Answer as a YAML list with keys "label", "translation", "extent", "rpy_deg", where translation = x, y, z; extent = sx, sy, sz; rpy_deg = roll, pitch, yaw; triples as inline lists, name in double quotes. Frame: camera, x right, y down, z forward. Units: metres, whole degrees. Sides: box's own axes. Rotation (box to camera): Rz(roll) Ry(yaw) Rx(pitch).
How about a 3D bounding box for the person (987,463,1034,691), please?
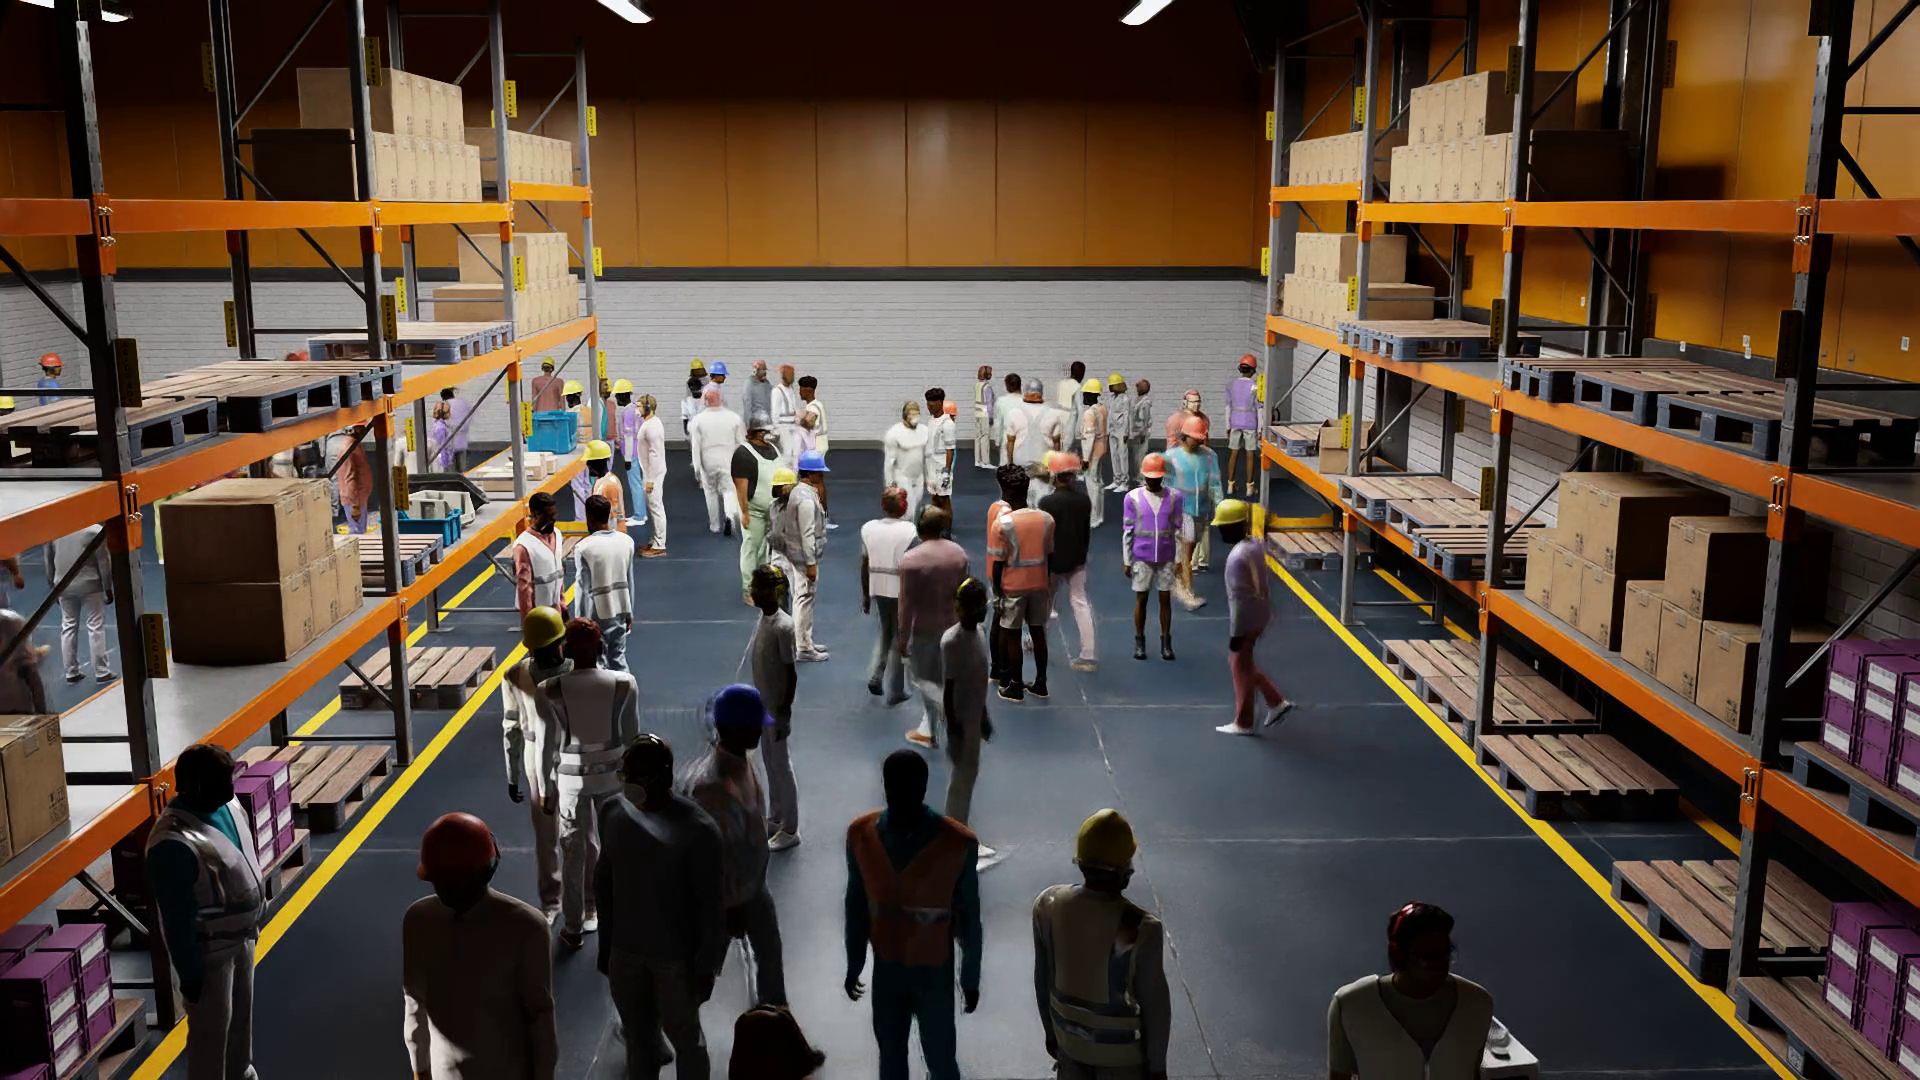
- label: "person"
  translation: [0.416, 0.310, 14.267]
  extent: [0.368, 1.966, 0.603]
  rpy_deg: [-3, 12, -15]

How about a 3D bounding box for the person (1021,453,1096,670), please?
- label: "person"
  translation: [0.922, 0.177, 15.007]
  extent: [0.649, 1.936, 1.047]
  rpy_deg: [-7, 13, -32]

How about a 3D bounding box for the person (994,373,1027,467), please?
- label: "person"
  translation: [0.786, -1.342, 22.775]
  extent: [0.624, 1.887, 0.655]
  rpy_deg: [-3, 12, -14]

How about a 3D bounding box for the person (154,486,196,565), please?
- label: "person"
  translation: [-9.172, -0.663, 19.266]
  extent: [0.589, 1.919, 0.395]
  rpy_deg: [-3, 12, -16]

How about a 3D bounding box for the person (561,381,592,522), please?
- label: "person"
  translation: [-4.936, -1.099, 21.478]
  extent: [0.397, 1.912, 0.592]
  rpy_deg: [2, 11, 10]

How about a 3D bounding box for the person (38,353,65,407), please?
- label: "person"
  translation: [-13.059, -1.680, 24.049]
  extent: [0.604, 2.044, 0.375]
  rpy_deg: [10, 15, 42]

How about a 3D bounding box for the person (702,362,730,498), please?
- label: "person"
  translation: [-3.478, -1.575, 23.769]
  extent: [0.402, 1.943, 0.609]
  rpy_deg: [-5, 12, -24]

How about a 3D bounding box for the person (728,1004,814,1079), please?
- label: "person"
  translation: [-0.595, 2.257, 5.337]
  extent: [0.279, 1.634, 0.499]
  rpy_deg: [2, 11, 7]

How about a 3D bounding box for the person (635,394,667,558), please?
- label: "person"
  translation: [-3.663, -0.763, 19.718]
  extent: [0.373, 1.940, 0.628]
  rpy_deg: [-3, 12, -12]

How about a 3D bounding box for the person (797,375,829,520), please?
- label: "person"
  translation: [-1.926, -1.178, 21.764]
  extent: [0.391, 1.957, 0.605]
  rpy_deg: [0, 11, 1]

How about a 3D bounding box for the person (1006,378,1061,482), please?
- label: "person"
  translation: [0.907, -1.005, 20.670]
  extent: [0.684, 2.000, 0.535]
  rpy_deg: [0, 11, 0]

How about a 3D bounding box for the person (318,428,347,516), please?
- label: "person"
  translation: [-8.376, -1.189, 22.357]
  extent: [0.483, 1.738, 0.321]
  rpy_deg: [-10, 15, -41]

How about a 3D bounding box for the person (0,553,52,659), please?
- label: "person"
  translation: [-8.546, 0.198, 14.640]
  extent: [0.690, 2.000, 0.987]
  rpy_deg: [8, 14, 35]

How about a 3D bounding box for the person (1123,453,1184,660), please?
- label: "person"
  translation: [1.766, 0.150, 15.182]
  extent: [0.550, 1.925, 0.391]
  rpy_deg: [-1, 11, -3]

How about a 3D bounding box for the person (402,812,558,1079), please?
- label: "person"
  translation: [-1.761, 1.934, 6.082]
  extent: [0.617, 1.986, 0.408]
  rpy_deg: [3, 12, 14]

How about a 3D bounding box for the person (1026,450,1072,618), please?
- label: "person"
  translation: [0.882, -0.111, 17.065]
  extent: [0.502, 1.700, 0.834]
  rpy_deg: [-1, 11, -5]

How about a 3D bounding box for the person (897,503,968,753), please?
- label: "person"
  translation: [-0.173, 0.681, 12.520]
  extent: [0.639, 1.919, 0.679]
  rpy_deg: [-10, 15, -42]

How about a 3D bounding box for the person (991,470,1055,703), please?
- label: "person"
  translation: [0.509, 0.387, 13.937]
  extent: [0.603, 1.948, 0.415]
  rpy_deg: [-6, 13, -28]

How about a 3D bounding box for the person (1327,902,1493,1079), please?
- label: "person"
  translation: [1.502, 2.088, 5.644]
  extent: [0.570, 1.846, 0.377]
  rpy_deg: [-2, 11, -8]

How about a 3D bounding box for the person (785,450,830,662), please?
- label: "person"
  translation: [-1.383, 0.146, 15.169]
  extent: [0.414, 1.939, 0.604]
  rpy_deg: [-2, 11, -11]

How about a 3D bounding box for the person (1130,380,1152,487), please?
- label: "person"
  translation: [2.668, -1.591, 24.722]
  extent: [0.317, 1.610, 0.643]
  rpy_deg: [-3, 12, -13]

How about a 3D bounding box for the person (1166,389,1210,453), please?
- label: "person"
  translation: [2.844, -0.912, 20.546]
  extent: [0.652, 1.906, 0.402]
  rpy_deg: [-7, 13, -30]

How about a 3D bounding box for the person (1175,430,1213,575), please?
- label: "person"
  translation: [2.661, -0.484, 18.822]
  extent: [0.355, 1.739, 0.573]
  rpy_deg: [8, 14, 34]

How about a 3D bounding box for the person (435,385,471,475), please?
- label: "person"
  translation: [-6.726, -1.251, 22.277]
  extent: [0.728, 1.901, 0.598]
  rpy_deg: [8, 14, 34]

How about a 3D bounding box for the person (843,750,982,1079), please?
- label: "person"
  translation: [-0.203, 1.786, 7.036]
  extent: [0.612, 1.909, 0.421]
  rpy_deg: [4, 12, 21]

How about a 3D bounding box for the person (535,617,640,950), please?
- label: "person"
  translation: [-2.058, 1.353, 9.262]
  extent: [0.576, 1.880, 0.350]
  rpy_deg: [-4, 12, -19]

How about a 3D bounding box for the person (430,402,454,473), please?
- label: "person"
  translation: [-6.718, -0.983, 21.597]
  extent: [0.314, 1.632, 0.524]
  rpy_deg: [-4, 12, -21]

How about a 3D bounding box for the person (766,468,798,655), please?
- label: "person"
  translation: [-1.608, 0.193, 15.414]
  extent: [0.484, 1.745, 0.307]
  rpy_deg: [8, 14, 34]

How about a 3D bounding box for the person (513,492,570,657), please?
- label: "person"
  translation: [-3.314, 0.555, 13.200]
  extent: [0.409, 1.907, 0.598]
  rpy_deg: [3, 12, 14]

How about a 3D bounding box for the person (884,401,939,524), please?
- label: "person"
  translation: [-0.536, -0.658, 19.276]
  extent: [0.633, 1.912, 0.730]
  rpy_deg: [-10, 15, -41]

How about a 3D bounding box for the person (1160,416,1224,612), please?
- label: "person"
  translation: [2.421, -0.270, 17.129]
  extent: [0.608, 1.980, 1.060]
  rpy_deg: [-4, 12, -18]
